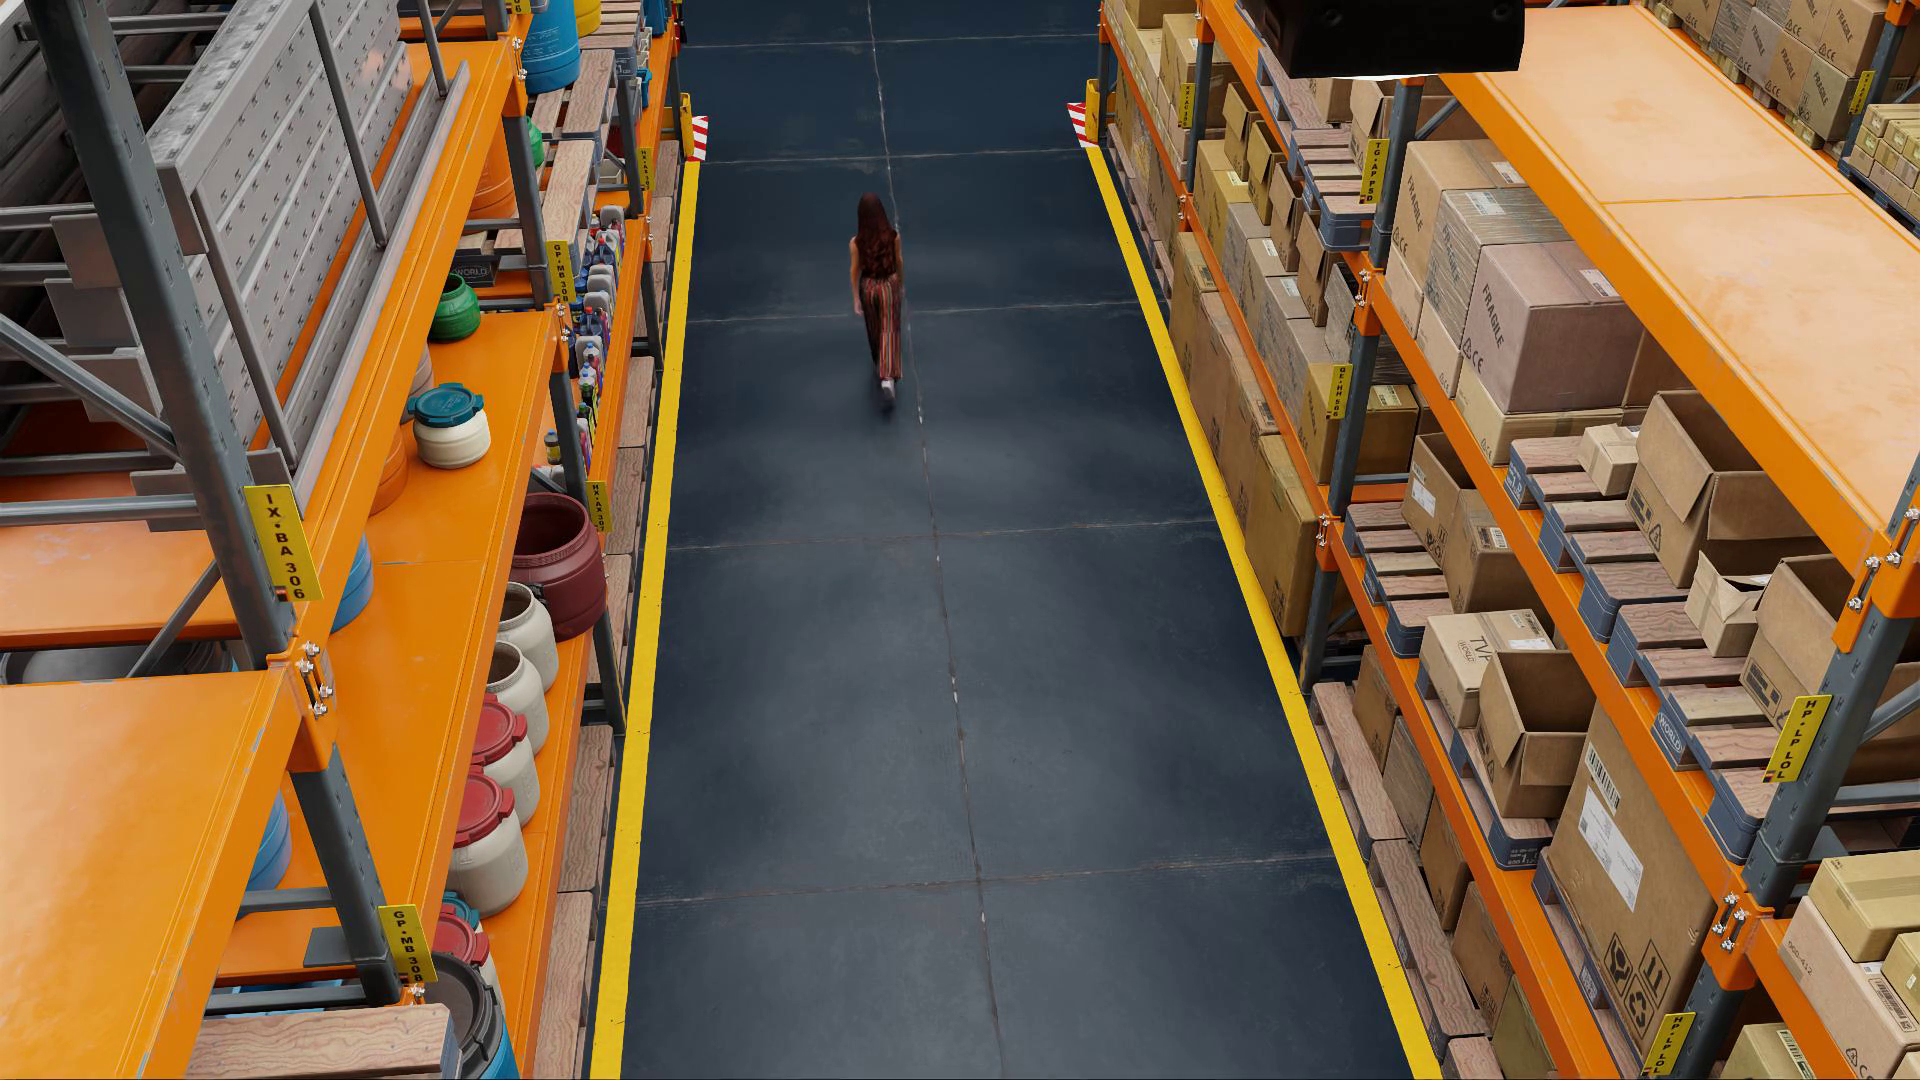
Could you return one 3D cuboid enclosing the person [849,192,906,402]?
[{"bbox_3d":[-0.576,-1.745,12.041,0.540,1.537,1.010,-2,37,-3],"label":"person"}]
